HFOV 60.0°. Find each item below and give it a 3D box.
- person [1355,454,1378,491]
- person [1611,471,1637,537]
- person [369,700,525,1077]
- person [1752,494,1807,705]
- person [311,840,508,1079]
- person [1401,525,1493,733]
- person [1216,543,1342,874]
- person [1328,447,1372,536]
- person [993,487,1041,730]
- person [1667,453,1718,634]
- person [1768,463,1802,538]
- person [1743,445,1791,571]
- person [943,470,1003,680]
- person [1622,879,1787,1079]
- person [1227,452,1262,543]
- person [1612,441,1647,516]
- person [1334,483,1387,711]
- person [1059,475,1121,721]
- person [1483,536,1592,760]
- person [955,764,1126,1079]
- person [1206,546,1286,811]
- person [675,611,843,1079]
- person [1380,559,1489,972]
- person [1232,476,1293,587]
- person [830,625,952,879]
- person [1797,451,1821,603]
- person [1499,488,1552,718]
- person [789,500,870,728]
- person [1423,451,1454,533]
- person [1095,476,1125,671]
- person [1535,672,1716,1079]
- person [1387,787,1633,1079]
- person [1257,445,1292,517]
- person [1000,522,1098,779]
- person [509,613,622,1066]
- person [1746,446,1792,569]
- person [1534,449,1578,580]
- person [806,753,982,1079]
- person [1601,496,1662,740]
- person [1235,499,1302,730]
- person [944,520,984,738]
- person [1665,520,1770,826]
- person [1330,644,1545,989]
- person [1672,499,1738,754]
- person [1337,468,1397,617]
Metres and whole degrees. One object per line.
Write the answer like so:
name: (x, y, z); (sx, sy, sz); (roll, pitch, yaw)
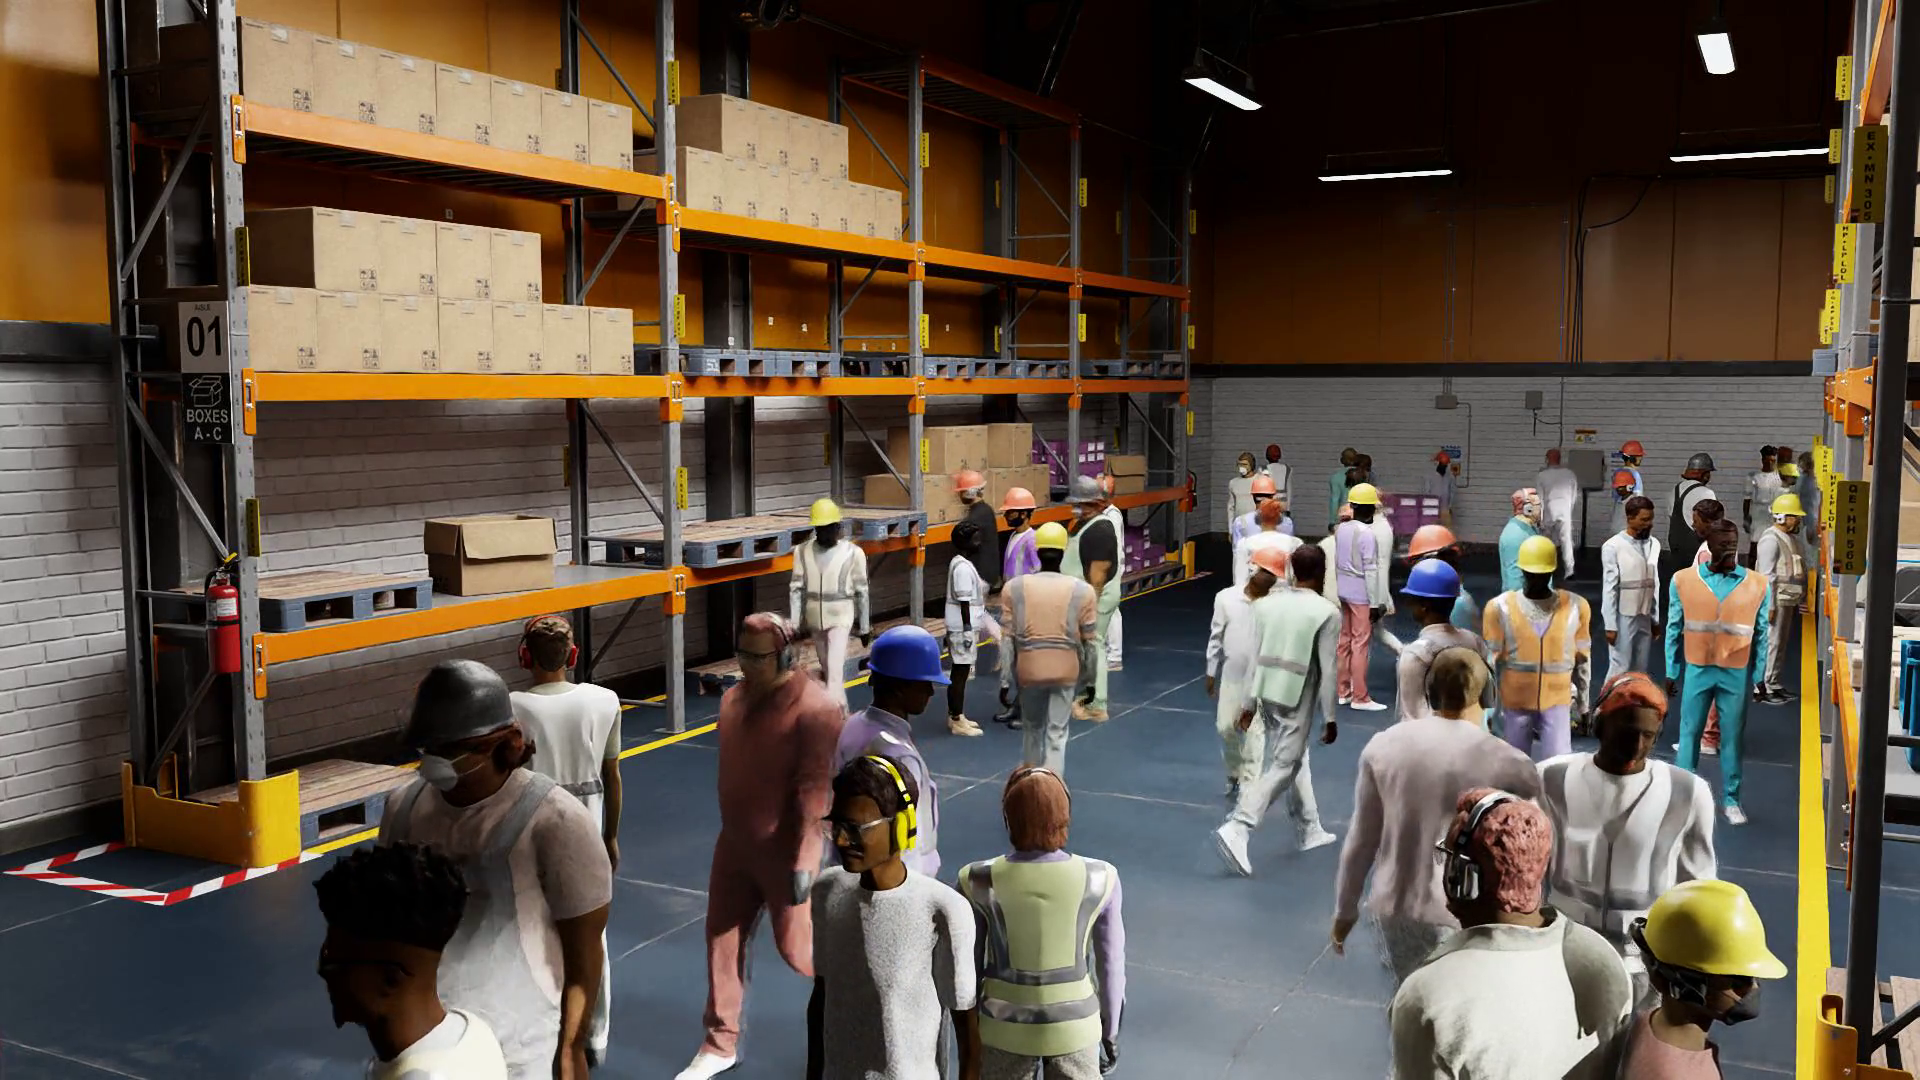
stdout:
person: (5.386, -0.235, 22.266); (0.429, 1.841, 0.634); (2, 6, 17)
person: (7.871, 0.052, 19.728); (0.346, 1.739, 0.565); (0, 5, 3)
person: (-1.785, 1.340, 5.939); (0.758, 1.723, 0.565); (1, 5, 13)
person: (7.084, 0.510, 14.365); (0.404, 1.824, 0.599); (5, 7, 42)
person: (-0.926, 1.499, 2.972); (0.483, 1.953, 0.631); (-1, 5, -8)
person: (2.683, 0.921, 8.993); (0.753, 1.989, 0.623); (2, 6, 19)
person: (1.852, 0.945, 9.592); (1.035, 1.854, 0.621); (-4, 7, -37)
person: (5.165, -0.262, 22.053); (0.630, 1.936, 0.366); (-2, 6, -18)
person: (0.479, 0.546, 13.353); (0.357, 1.937, 0.551); (-2, 6, -20)
person: (8.038, 0.051, 18.125); (0.535, 2.000, 0.684); (-1, 5, -11)
person: (10.676, -0.119, 21.521); (0.535, 1.755, 0.360); (-4, 7, -40)
person: (10.879, -0.306, 22.440); (0.599, 1.958, 0.371); (1, 5, 12)
person: (0.206, 0.332, 15.460); (0.770, 1.974, 0.671); (1, 5, 11)
person: (1.474, 1.555, 3.401); (0.328, 1.767, 0.530); (2, 6, 20)
person: (3.587, -0.127, 20.674); (0.623, 1.932, 0.367); (5, 7, 44)
person: (8.623, -0.257, 21.427); (0.378, 2.045, 0.605); (0, 5, -4)
person: (3.387, 0.480, 14.114); (0.365, 1.928, 0.585); (-2, 6, -17)
person: (1.045, 0.456, 13.769); (0.543, 2.000, 0.711); (-1, 5, -9)
person: (3.269, 0.923, 9.437); (0.630, 1.901, 0.627); (1, 5, 11)
person: (0.234, 1.476, 4.909); (0.514, 1.644, 0.307); (0, 5, -3)
person: (1.881, 0.891, 10.832); (0.585, 1.707, 0.412); (2, 6, 22)
person: (-0.723, 1.200, 6.638); (0.638, 1.874, 0.797); (4, 7, 36)
person: (2.212, 1.059, 7.772); (0.604, 1.949, 0.389); (-5, 7, -43)
person: (2.749, 0.380, 15.145); (0.551, 1.933, 0.376); (1, 5, 7)
person: (-0.239, 1.254, 5.790); (0.417, 1.933, 0.613); (-2, 6, -19)
person: (10.779, -0.163, 21.048); (0.380, 1.926, 0.671); (3, 6, 31)
person: (4.654, 0.526, 13.706); (0.409, 1.911, 0.651); (3, 6, 26)
person: (-1.031, 0.637, 12.668); (0.587, 1.874, 0.975); (2, 6, 22)
person: (7.487, -0.525, 25.961); (0.581, 1.729, 0.527); (-1, 5, -12)
person: (1.415, 0.322, 16.037); (0.337, 1.882, 0.585); (-1, 5, -5)
person: (2.148, 1.326, 5.473); (0.619, 1.858, 0.806); (3, 6, 27)
person: (1.111, 1.473, 3.542); (0.643, 1.908, 0.408); (-4, 6, -33)
person: (4.670, -0.482, 24.764); (0.569, 1.878, 0.351); (-1, 5, -11)
person: (0.567, 0.833, 10.484); (0.610, 1.886, 0.896); (1, 5, 6)
person: (-1.614, 1.216, 6.628); (0.564, 1.846, 0.390); (-4, 6, -33)
person: (11.943, -0.436, 24.343); (0.669, 1.876, 0.413); (-3, 6, -33)
person: (8.447, -0.363, 23.593); (0.655, 1.863, 1.003); (0, 5, -1)
person: (-0.189, 1.441, 4.091); (0.534, 1.868, 0.310); (4, 6, 34)
person: (5.175, 0.610, 12.852); (0.598, 1.908, 0.410); (-3, 6, -31)
person: (2.502, 0.577, 13.555); (0.570, 1.827, 0.987); (0, 5, 1)
person: (0.035, 0.691, 13.074); (0.316, 1.695, 0.541); (0, 5, -5)
person: (4.768, 0.826, 10.484); (0.613, 1.911, 0.392); (2, 6, 20)
person: (1.647, 1.298, 5.640); (1.082, 1.859, 0.701); (-5, 7, -44)
person: (5.641, 0.645, 12.476); (0.412, 1.907, 0.596); (4, 7, 38)
person: (4.709, 0.040, 19.628); (0.980, 1.802, 0.631); (3, 6, 26)
